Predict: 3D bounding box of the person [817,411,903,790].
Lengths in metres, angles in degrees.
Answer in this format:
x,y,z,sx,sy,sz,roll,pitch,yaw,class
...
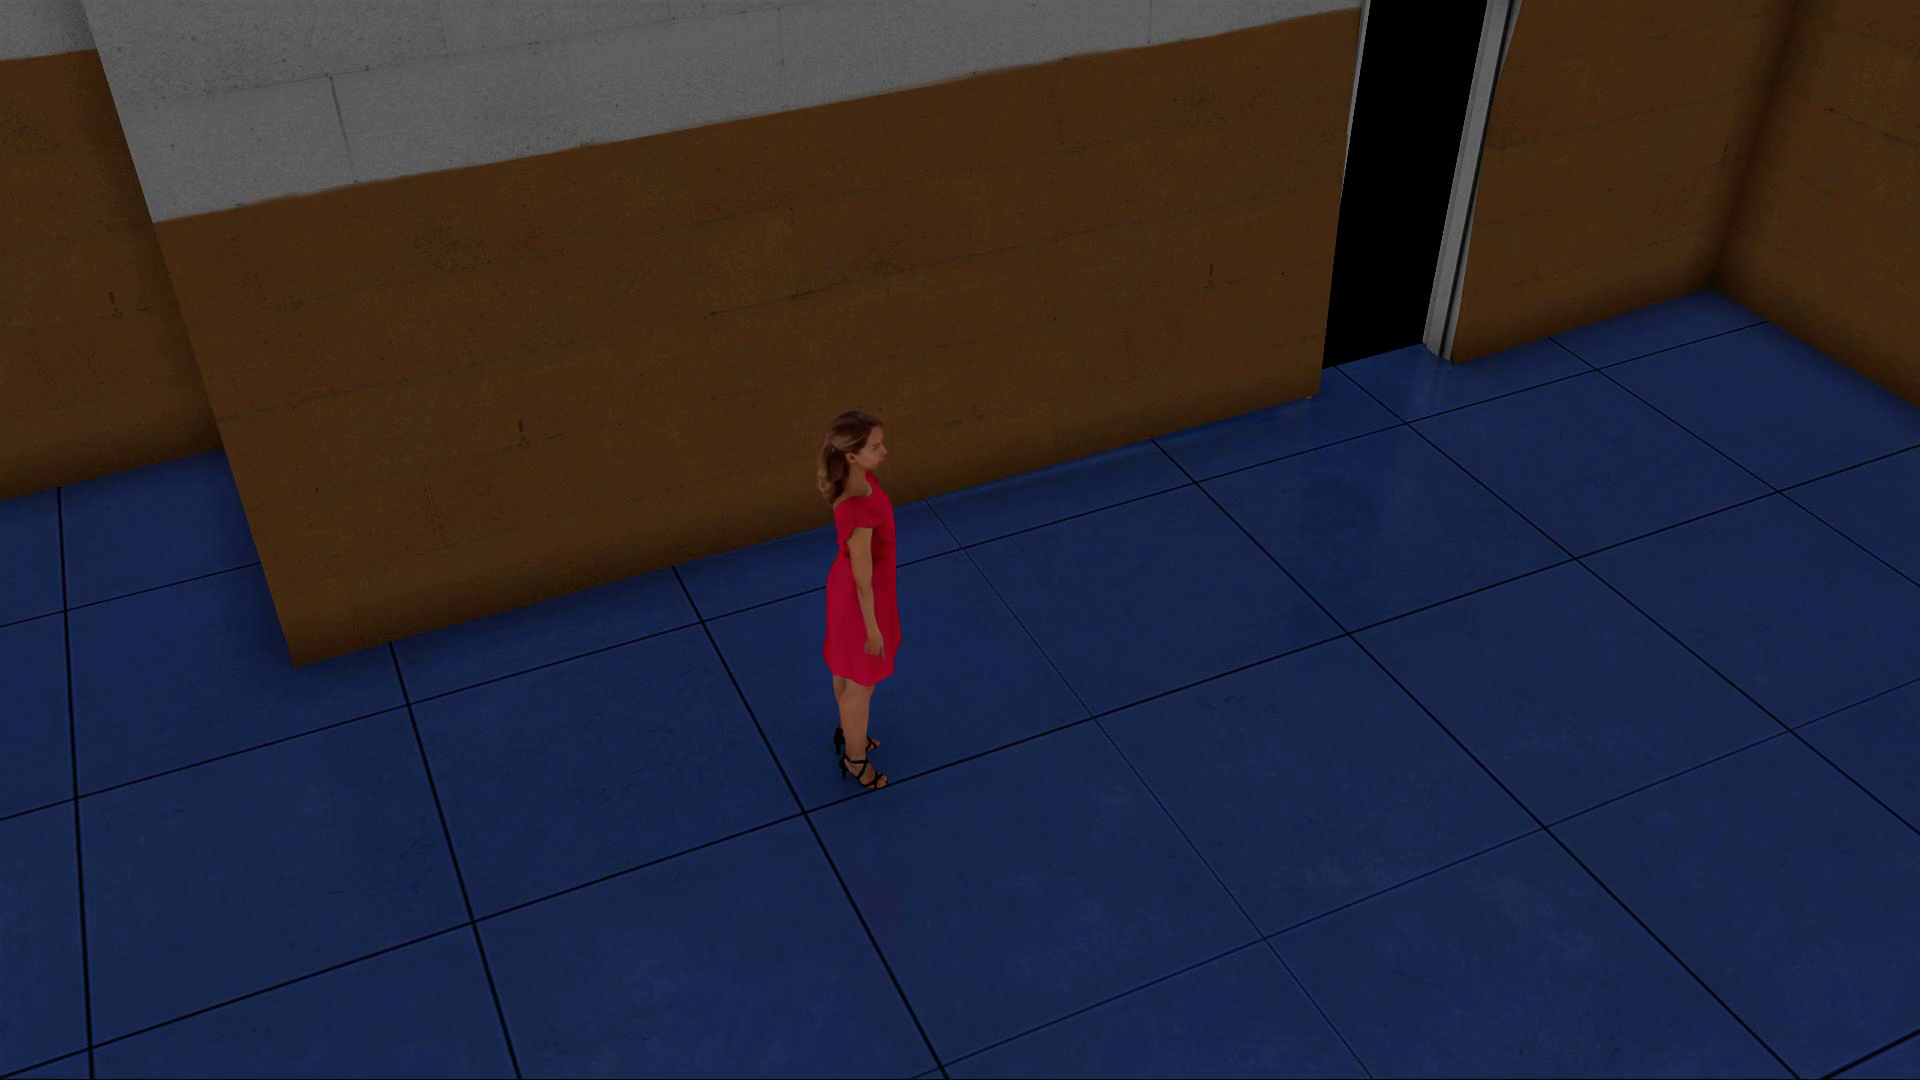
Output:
x,y,z,sx,sy,sz,roll,pitch,yaw,class
-0.399,0.237,6.444,0.691,1.727,0.563,-5,37,-7,person
